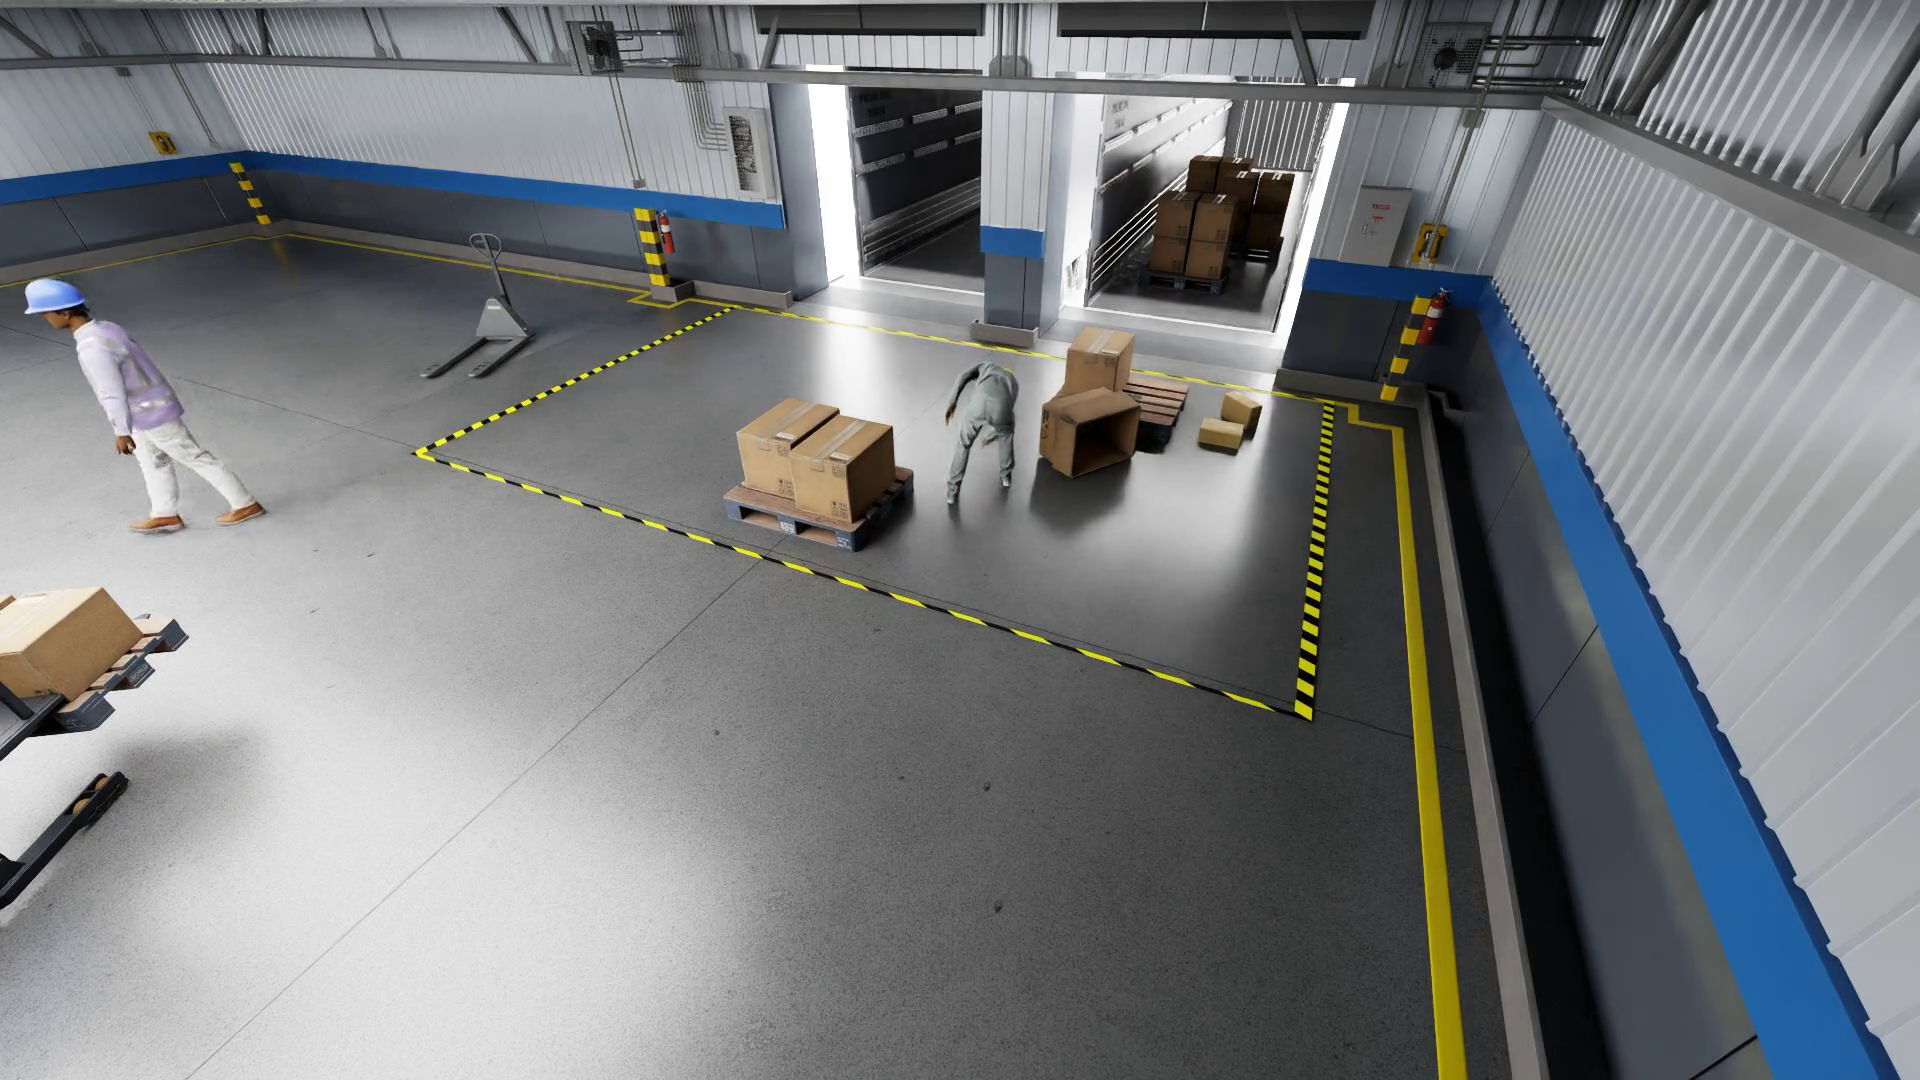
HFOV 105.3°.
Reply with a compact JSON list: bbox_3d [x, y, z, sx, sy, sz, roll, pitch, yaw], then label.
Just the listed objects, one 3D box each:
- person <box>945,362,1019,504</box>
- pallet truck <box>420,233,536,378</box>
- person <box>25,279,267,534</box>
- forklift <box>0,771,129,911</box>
[{"bbox_3d":[0.180,-0.967,6.121,0.644,1.082,0.847,-3,36,-4],"label":"person"},{"bbox_3d":[-5.664,-2.712,8.427,0.680,1.201,1.601,0,35,-1],"label":"pallet truck"},{"bbox_3d":[-5.968,-0.860,5.234,0.797,1.921,0.631,-25,43,-31],"label":"person"},{"bbox_3d":[-4.601,0.992,2.538,0.716,2.013,0.776,-5,36,-7],"label":"forklift"}]
